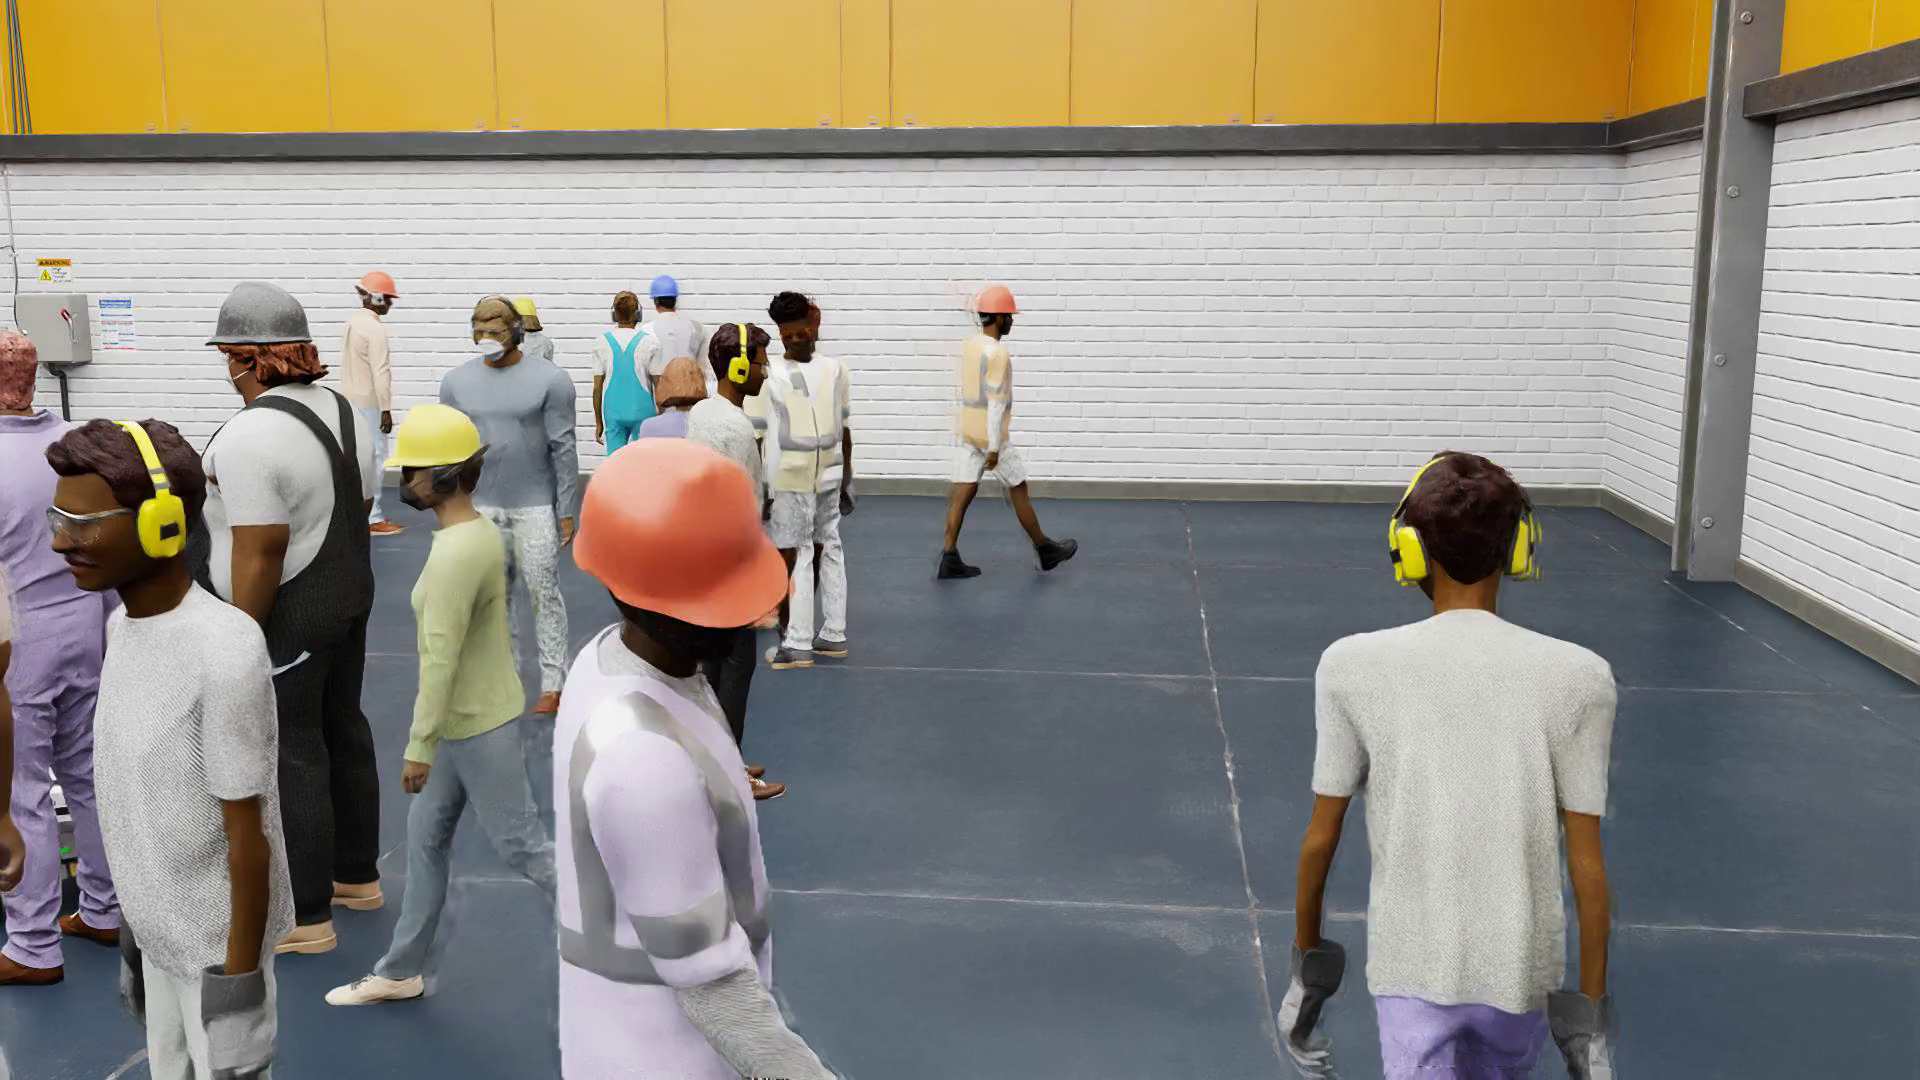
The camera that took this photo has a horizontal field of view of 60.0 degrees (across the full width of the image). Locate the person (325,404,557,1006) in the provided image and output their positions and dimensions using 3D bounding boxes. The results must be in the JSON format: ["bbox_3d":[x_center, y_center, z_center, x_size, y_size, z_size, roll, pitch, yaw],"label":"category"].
[{"bbox_3d":[-1.296,0.481,4.587,0.905,1.729,0.533,-2,10,-10],"label":"person"}]

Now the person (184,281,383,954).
[{"bbox_3d":[-2.086,0.231,5.089,0.536,2.000,0.688,1,10,7],"label":"person"}]

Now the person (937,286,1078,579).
[{"bbox_3d":[0.284,-0.694,10.816,1.006,1.885,0.555,-5,11,-28],"label":"person"}]

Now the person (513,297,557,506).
[{"bbox_3d":[-3.514,-1.100,13.561,0.323,1.743,0.489,7,12,35],"label":"person"}]

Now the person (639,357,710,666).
[{"bbox_3d":[-1.317,-0.062,7.968,0.530,1.618,0.364,-7,12,-36],"label":"person"}]

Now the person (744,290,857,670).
[{"bbox_3d":[-0.822,-0.303,8.516,0.648,1.930,0.508,-7,12,-34],"label":"person"}]

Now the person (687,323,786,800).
[{"bbox_3d":[-0.871,0.095,6.416,0.344,1.856,0.526,-6,11,-29],"label":"person"}]

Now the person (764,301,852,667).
[{"bbox_3d":[-0.782,-0.290,8.539,0.352,1.880,0.577,8,13,38],"label":"person"}]

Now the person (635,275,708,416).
[{"bbox_3d":[-2.237,-1.072,12.865,0.620,1.925,0.577,-4,11,-20],"label":"person"}]

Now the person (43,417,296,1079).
[{"bbox_3d":[-1.312,0.716,2.832,0.506,1.864,0.331,9,14,43],"label":"person"}]

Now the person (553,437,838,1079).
[{"bbox_3d":[-0.383,0.765,2.521,0.439,1.883,0.687,-3,10,-16],"label":"person"}]

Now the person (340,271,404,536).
[{"bbox_3d":[-4.368,-1.016,12.434,0.464,1.969,0.637,-7,12,-37],"label":"person"}]

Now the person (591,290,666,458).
[{"bbox_3d":[-2.323,-0.830,11.728,0.517,1.842,0.327,0,10,-1],"label":"person"}]

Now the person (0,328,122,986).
[{"bbox_3d":[-2.736,0.340,4.847,0.407,1.910,0.638,3,10,15],"label":"person"}]

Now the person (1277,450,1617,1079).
[{"bbox_3d":[0.811,0.766,2.768,0.534,1.800,1.005,1,10,6],"label":"person"}]

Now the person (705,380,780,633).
[{"bbox_3d":[-1.252,-0.327,9.268,0.540,1.695,0.317,7,12,34],"label":"person"}]

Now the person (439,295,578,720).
[{"bbox_3d":[-2.043,-0.140,7.557,0.636,1.928,0.387,1,10,5],"label":"person"}]
